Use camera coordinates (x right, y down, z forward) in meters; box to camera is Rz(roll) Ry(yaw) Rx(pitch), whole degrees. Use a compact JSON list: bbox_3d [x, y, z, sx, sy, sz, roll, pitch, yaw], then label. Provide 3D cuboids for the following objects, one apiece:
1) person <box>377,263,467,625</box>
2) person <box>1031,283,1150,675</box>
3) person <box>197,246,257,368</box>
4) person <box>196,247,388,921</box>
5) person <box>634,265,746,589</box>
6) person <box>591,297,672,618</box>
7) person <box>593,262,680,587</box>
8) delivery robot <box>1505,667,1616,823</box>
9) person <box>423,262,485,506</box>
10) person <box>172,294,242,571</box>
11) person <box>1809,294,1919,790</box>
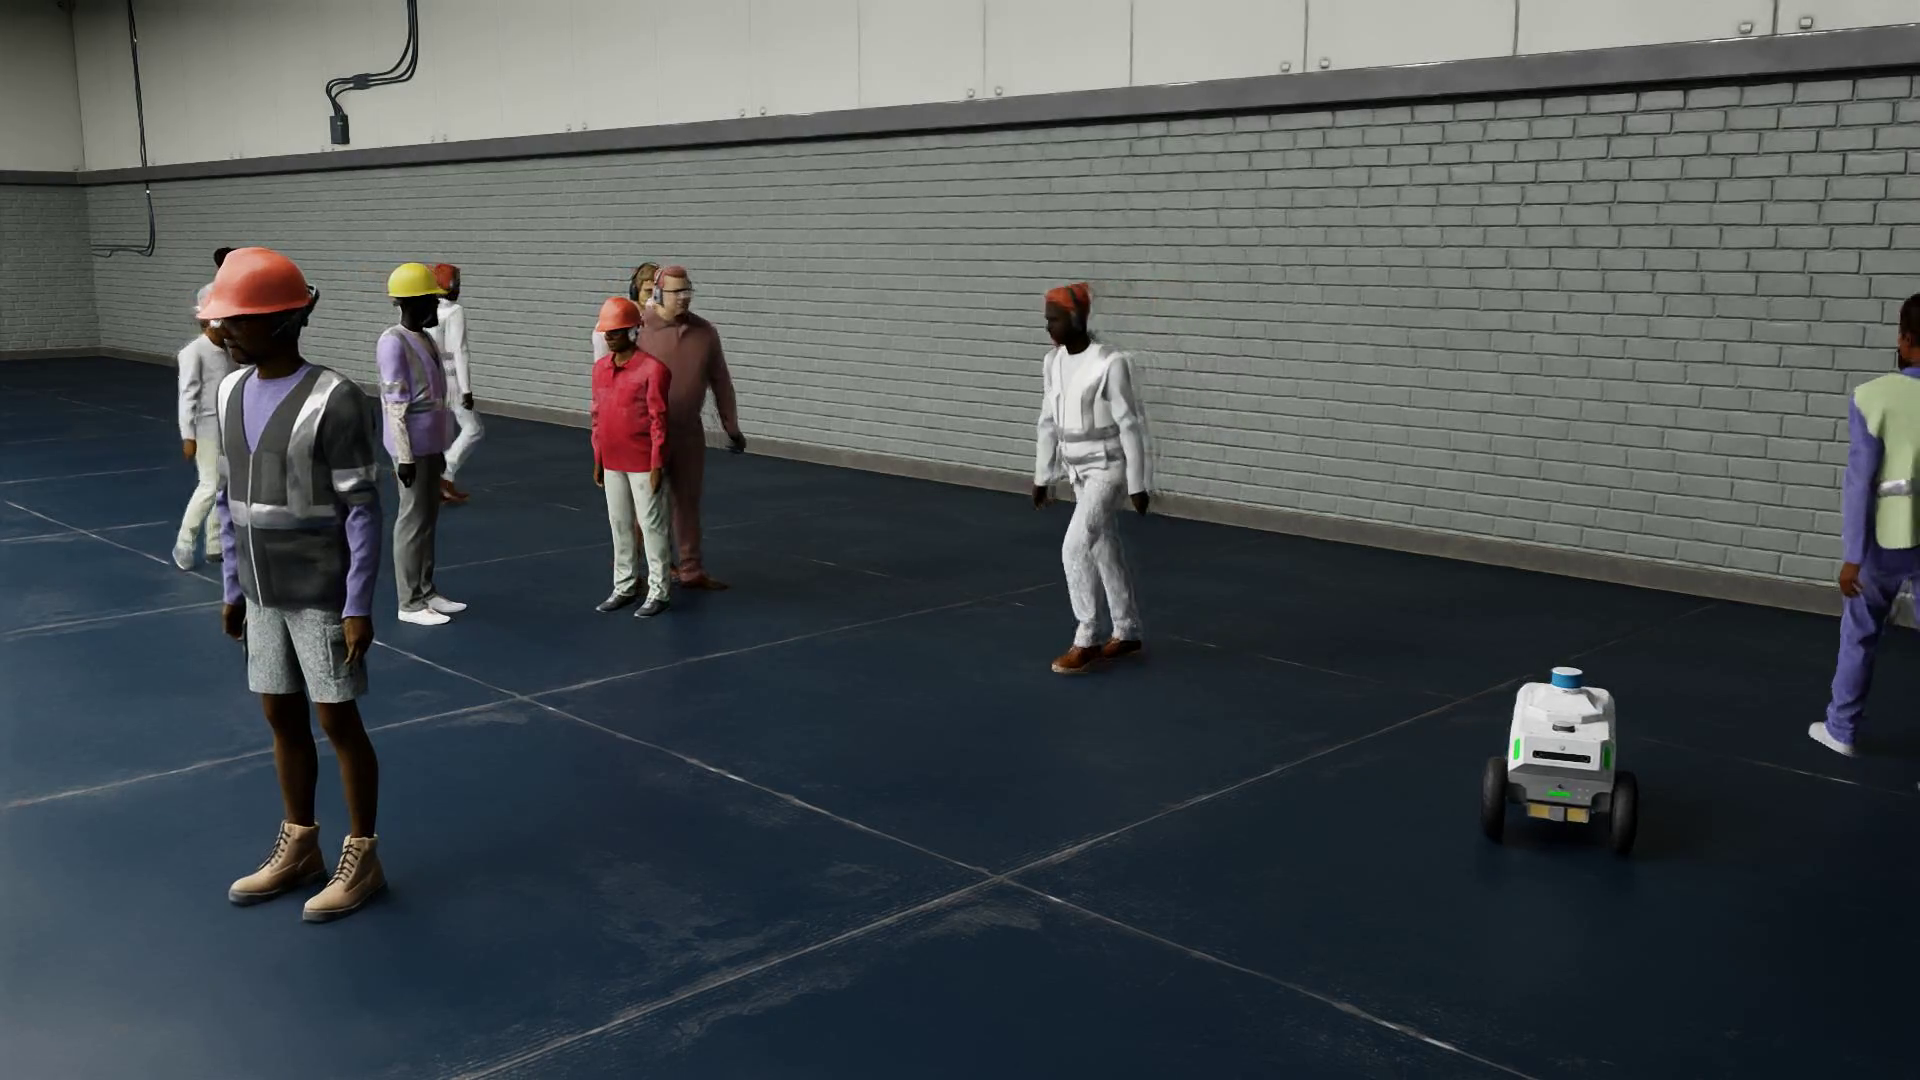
[{"bbox_3d":[-2.901,-0.513,8.943,0.361,1.928,0.594,0,10,-1],"label":"person"},{"bbox_3d":[0.604,-0.294,7.968,0.753,1.843,0.566,-5,11,-25],"label":"person"},{"bbox_3d":[-7.145,-1.879,16.292,0.608,1.965,0.370,4,11,19],"label":"person"},{"bbox_3d":[-2.028,0.147,5.039,0.611,2.040,0.392,5,12,27],"label":"person"},{"bbox_3d":[-1.648,-0.636,9.703,0.821,1.912,0.453,-7,13,-35],"label":"person"},{"bbox_3d":[-1.816,-0.450,9.097,0.565,1.745,0.348,7,13,34],"label":"person"},{"bbox_3d":[-1.846,-0.672,9.852,0.625,1.925,0.389,-7,12,-33],"label":"person"},{"bbox_3d":[2.129,0.692,5.868,0.477,0.478,0.707,4,11,20],"label":"delivery robot"},{"bbox_3d":[-3.916,-1.186,12.780,0.627,1.866,0.413,10,14,43],"label":"person"},{"bbox_3d":[-4.706,-0.689,10.479,0.469,1.726,0.608,1,10,5],"label":"person"},{"bbox_3d":[3.636,0.002,6.306,0.605,1.877,0.985,0,10,3],"label":"person"}]
